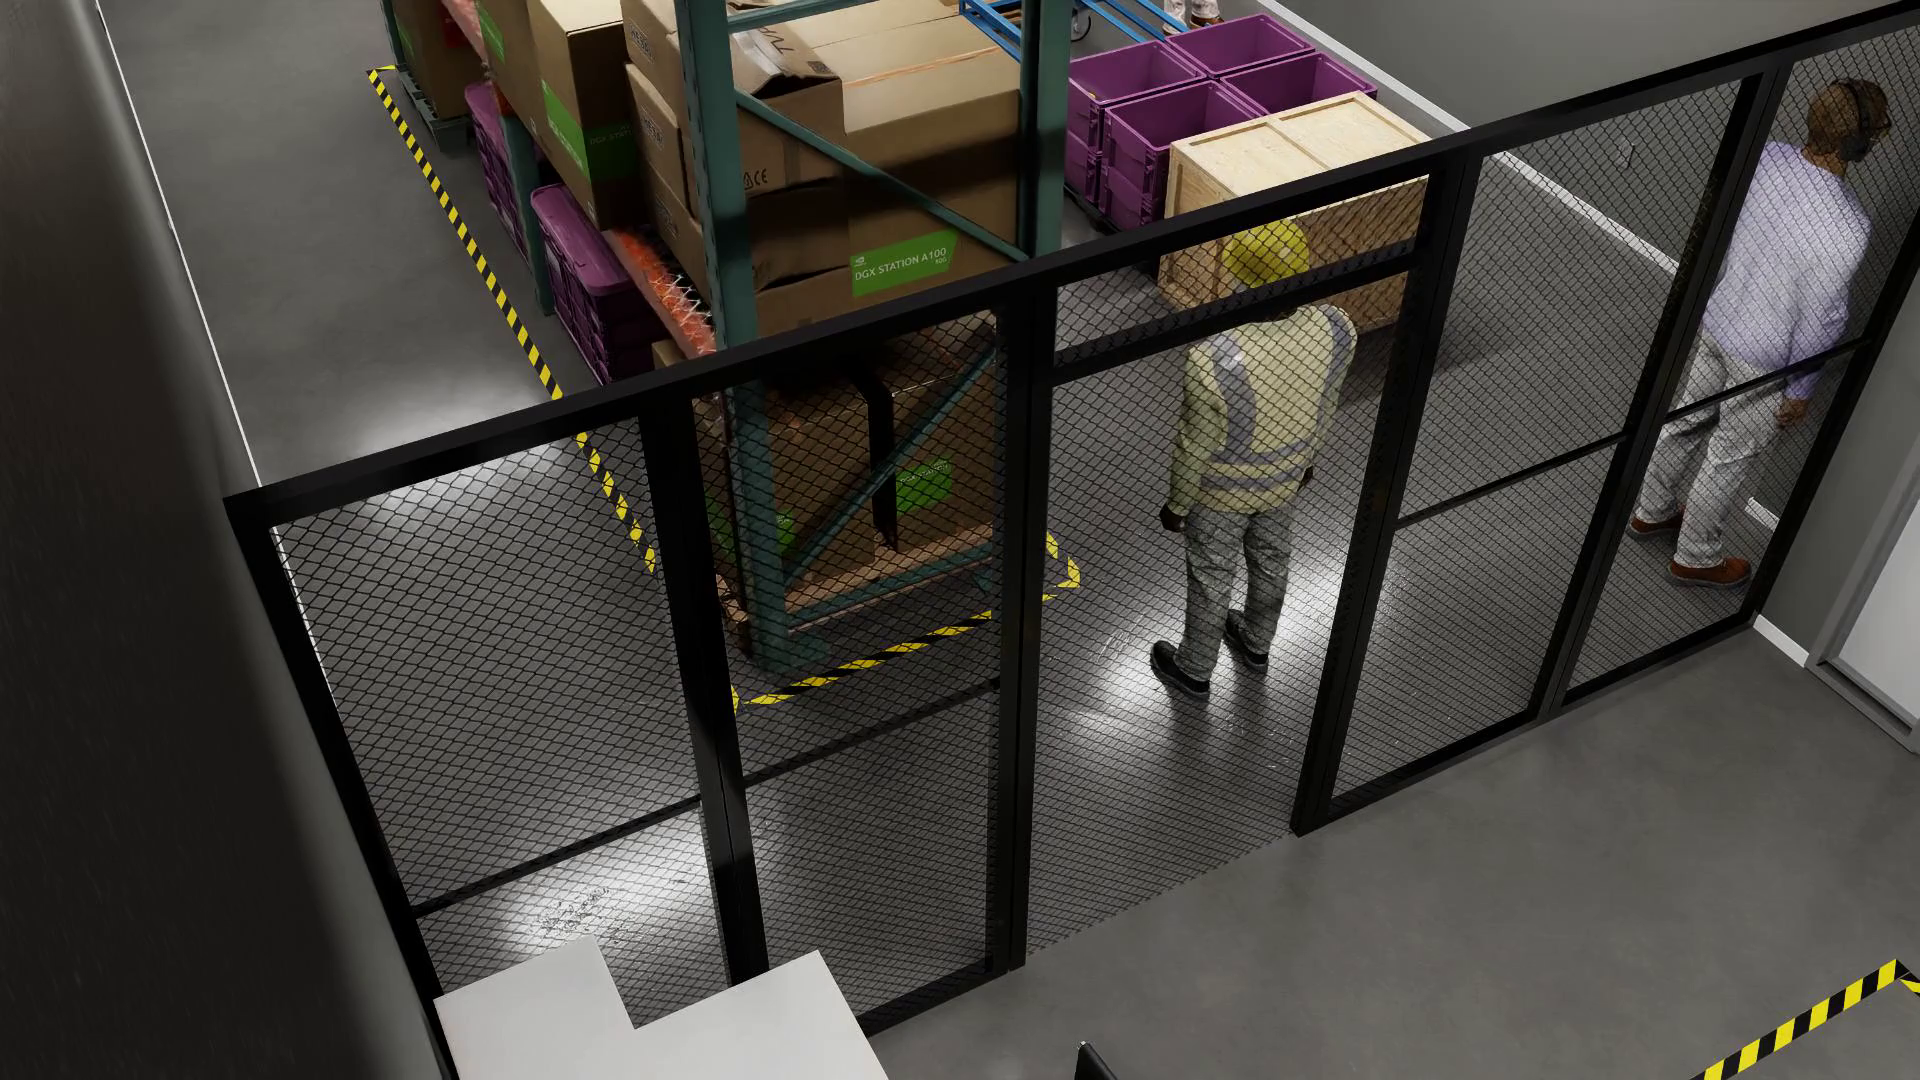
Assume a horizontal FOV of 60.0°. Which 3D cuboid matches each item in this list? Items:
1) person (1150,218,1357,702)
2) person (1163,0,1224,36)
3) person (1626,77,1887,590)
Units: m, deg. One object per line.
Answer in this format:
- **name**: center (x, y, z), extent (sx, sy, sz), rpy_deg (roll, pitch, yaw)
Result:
- **person**: center (0.894, -0.227, 5.273), extent (0.590, 1.830, 0.404), rpy_deg (-20, 46, -21)
- **person**: center (1.370, -3.568, 8.807), extent (0.614, 1.993, 0.395), rpy_deg (-32, 51, -30)
- **person**: center (2.725, -0.671, 5.680), extent (0.373, 1.940, 0.629), rpy_deg (-8, 43, -9)
